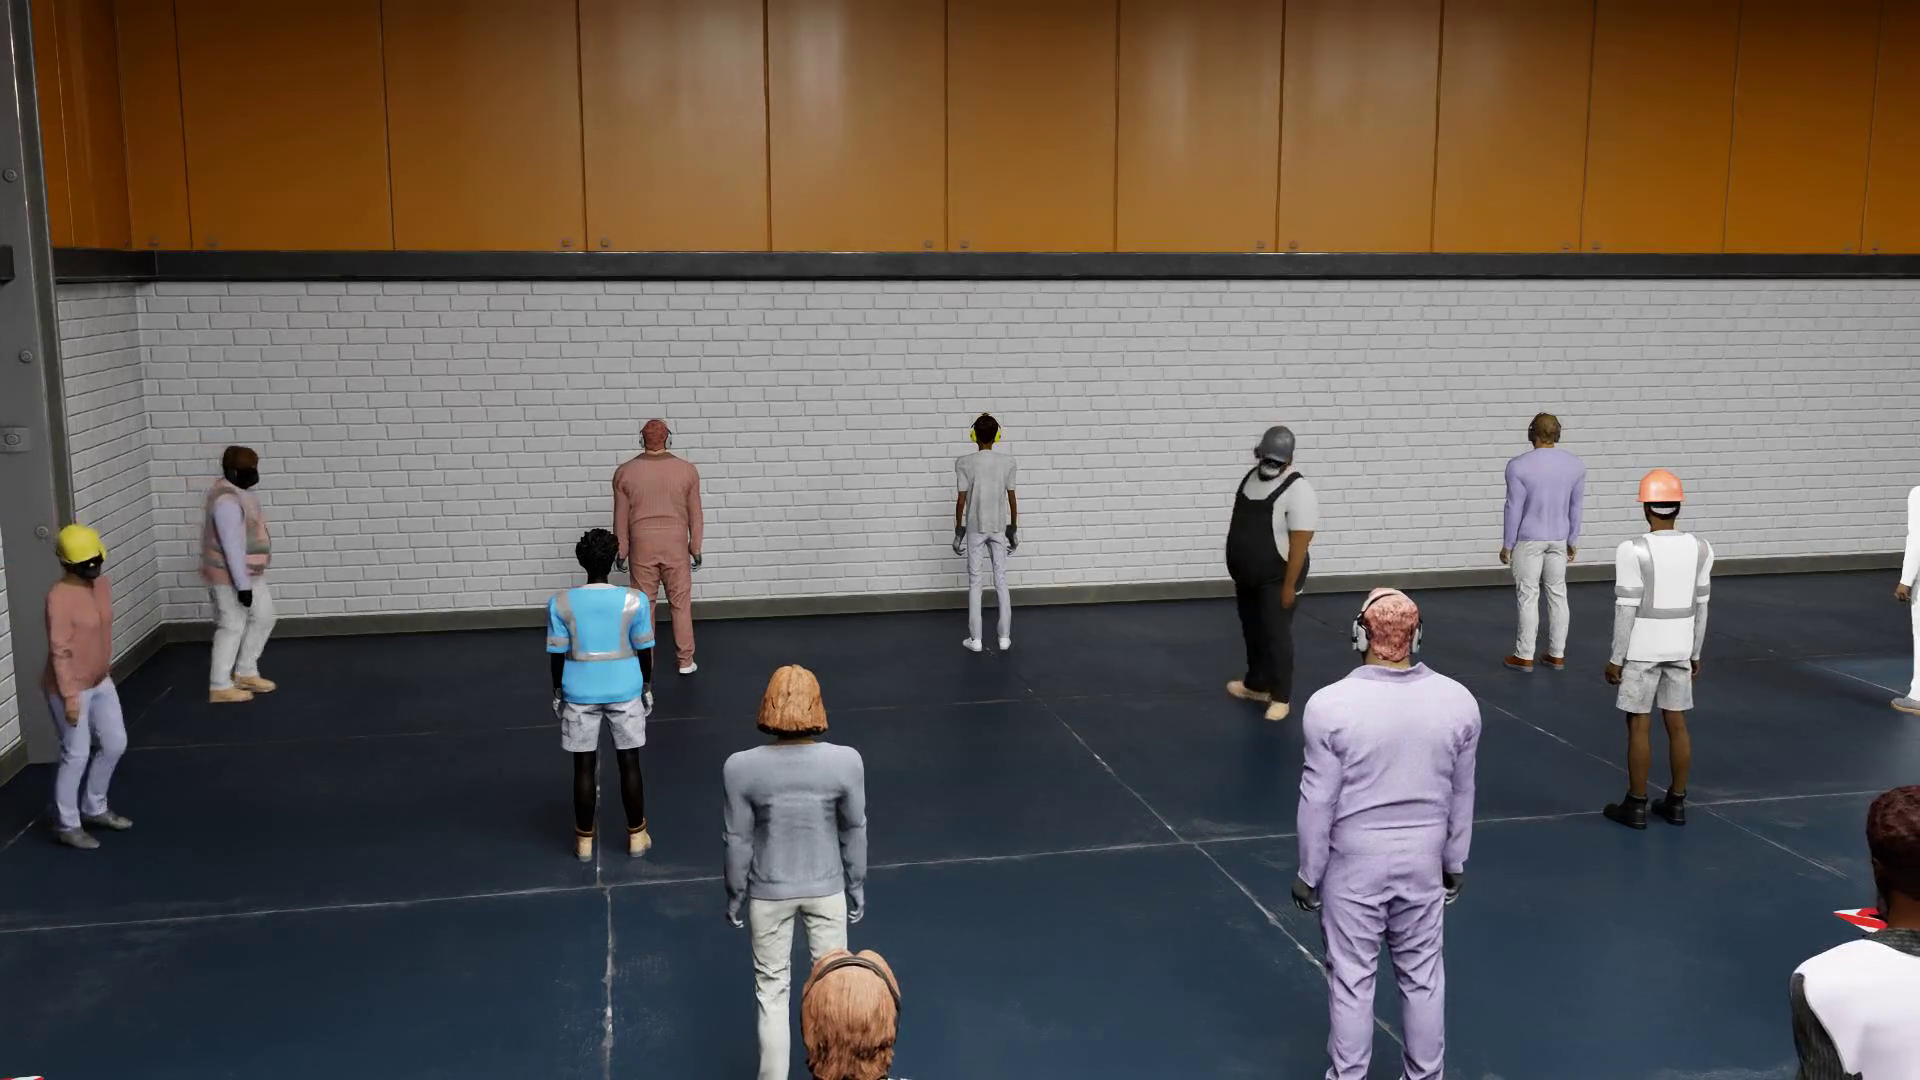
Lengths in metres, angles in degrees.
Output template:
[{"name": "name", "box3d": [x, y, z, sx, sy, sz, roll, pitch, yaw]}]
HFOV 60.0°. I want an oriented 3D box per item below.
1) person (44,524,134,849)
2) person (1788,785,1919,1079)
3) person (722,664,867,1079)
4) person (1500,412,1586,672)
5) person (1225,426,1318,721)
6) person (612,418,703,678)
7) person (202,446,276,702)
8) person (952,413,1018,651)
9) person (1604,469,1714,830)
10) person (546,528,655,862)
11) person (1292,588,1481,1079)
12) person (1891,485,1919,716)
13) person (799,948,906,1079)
[{"name": "person", "box3d": [-4.498, 0.755, 8.523, 0.488, 1.725, 0.543, 1, 9, 5]}, {"name": "person", "box3d": [2.020, 1.474, 3.571, 0.591, 1.916, 0.383, -2, 9, -10]}, {"name": "person", "box3d": [-0.575, 1.244, 5.831, 0.503, 1.632, 0.271, -2, 9, -10]}, {"name": "person", "box3d": [4.323, 0.016, 12.391, 0.631, 1.938, 0.362, -2, 9, -10]}, {"name": "person", "box3d": [2.011, 0.170, 11.143, 0.560, 2.000, 0.844, -4, 10, -24]}, {"name": "person", "box3d": [-2.209, 0.062, 12.206, 0.645, 1.907, 0.400, -2, 9, -10]}, {"name": "person", "box3d": [-4.985, 0.247, 11.416, 0.508, 1.802, 0.638, -2, 9, -11]}, {"name": "person", "box3d": [0.198, -0.059, 13.060, 0.521, 1.870, 0.319, -2, 9, -10]}, {"name": "person", "box3d": [3.723, 0.585, 8.933, 0.549, 1.934, 0.374, -2, 9, -10]}, {"name": "person", "box3d": [-1.813, 0.785, 8.437, 0.538, 1.695, 0.320, -2, 9, -10]}, {"name": "person", "box3d": [1.460, 1.112, 5.807, 0.645, 1.907, 0.400, -2, 9, -10]}, {"name": "person", "box3d": [6.568, 0.245, 11.158, 0.578, 1.882, 0.346, -2, 9, -10]}, {"name": "person", "box3d": [-0.215, 1.639, 3.405, 0.517, 1.639, 0.313, -2, 9, -10]}]
